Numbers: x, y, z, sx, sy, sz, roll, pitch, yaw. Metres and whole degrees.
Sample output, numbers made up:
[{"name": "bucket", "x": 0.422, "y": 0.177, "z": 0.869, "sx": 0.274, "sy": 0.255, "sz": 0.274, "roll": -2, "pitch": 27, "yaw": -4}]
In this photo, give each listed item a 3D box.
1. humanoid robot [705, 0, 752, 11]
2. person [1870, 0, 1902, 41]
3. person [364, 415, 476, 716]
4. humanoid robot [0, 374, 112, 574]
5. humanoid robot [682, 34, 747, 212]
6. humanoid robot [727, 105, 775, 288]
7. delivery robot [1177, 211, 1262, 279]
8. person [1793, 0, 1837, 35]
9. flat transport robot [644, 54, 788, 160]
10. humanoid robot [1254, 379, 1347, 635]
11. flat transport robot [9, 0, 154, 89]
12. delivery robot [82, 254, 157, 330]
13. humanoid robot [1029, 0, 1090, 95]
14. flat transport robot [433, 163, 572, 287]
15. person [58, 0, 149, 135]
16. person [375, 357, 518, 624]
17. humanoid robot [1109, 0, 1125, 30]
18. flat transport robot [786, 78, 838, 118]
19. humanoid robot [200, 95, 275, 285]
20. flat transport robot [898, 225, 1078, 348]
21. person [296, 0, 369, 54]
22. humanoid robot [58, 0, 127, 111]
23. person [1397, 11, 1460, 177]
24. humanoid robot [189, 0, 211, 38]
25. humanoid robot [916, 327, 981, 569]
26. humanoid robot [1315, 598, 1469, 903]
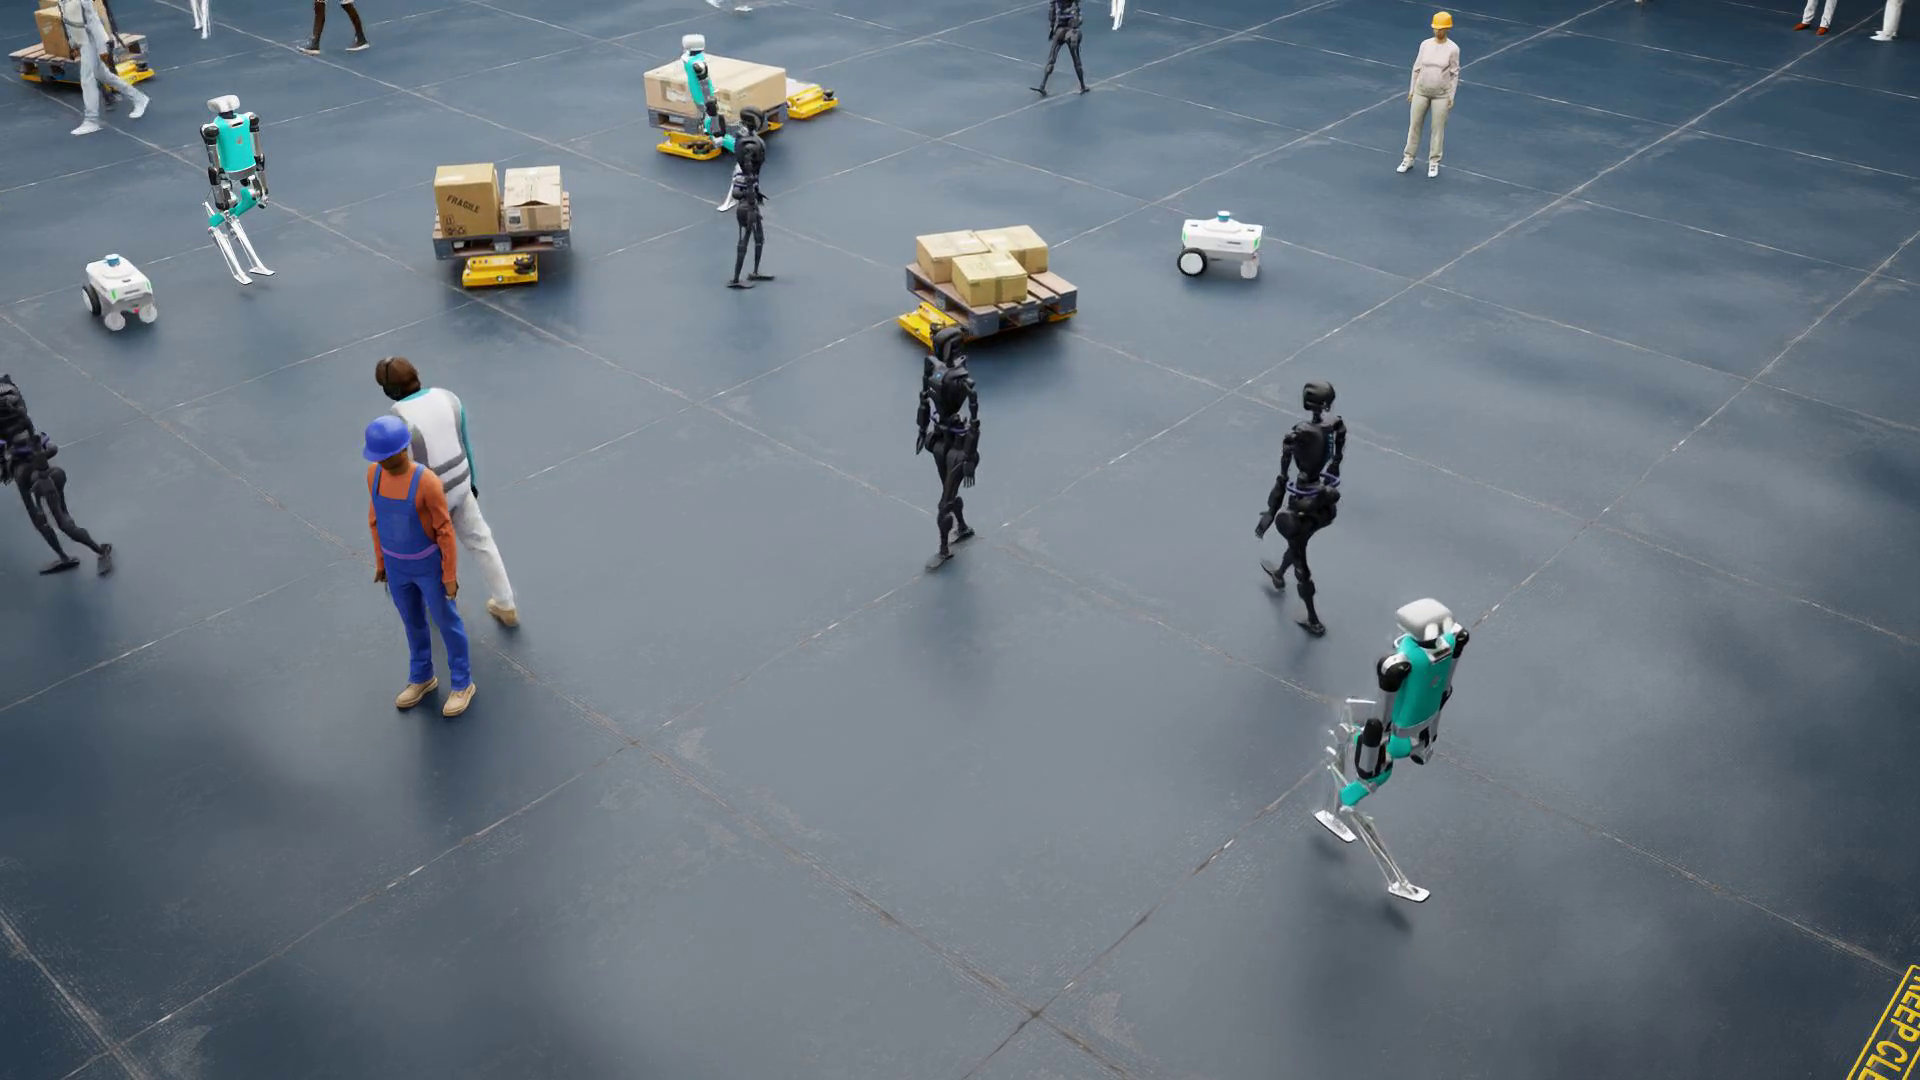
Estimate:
[{"name": "humanoid robot", "x": -3.107, "y": -8.019, "z": 22.671, "sx": 1.004, "sy": 1.738, "sz": 0.553, "roll": 9, "pitch": 33, "yaw": 14}, {"name": "person", "x": 12.272, "y": -7.387, "z": 21.764, "sx": 0.320, "sy": 1.626, "sz": 0.527, "roll": 20, "pitch": 37, "yaw": 29}, {"name": "person", "x": -3.066, "y": 0.140, "z": 9.380, "sx": 0.517, "sy": 1.903, "sz": 0.368, "roll": 10, "pitch": 33, "yaw": 15}, {"name": "humanoid robot", "x": -5.912, "y": -0.514, "z": 10.647, "sx": 0.587, "sy": 1.639, "sz": 0.467, "roll": 16, "pitch": 35, "yaw": 24}, {"name": "humanoid robot", "x": -2.247, "y": -4.117, "z": 16.388, "sx": 0.883, "sy": 1.764, "sz": 0.596, "roll": -12, "pitch": 34, "yaw": -18}, {"name": "humanoid robot", "x": -1.900, "y": -3.042, "z": 14.734, "sx": 0.441, "sy": 1.637, "sz": 0.590, "roll": -2, "pitch": 32, "yaw": -3}, {"name": "delivery robot", "x": 2.368, "y": -2.715, "z": 15.268, "sx": 0.786, "sy": 0.608, "sz": 0.499, "roll": 7, "pitch": 33, "yaw": 11}, {"name": "person", "x": 11.501, "y": -7.625, "z": 21.952, "sx": 0.367, "sy": 1.834, "sz": 0.501, "roll": -23, "pitch": 39, "yaw": -32}, {"name": "flat transport robot", "x": -2.654, "y": -4.538, "z": 18.461, "sx": 0.659, "sy": 0.231, "sz": 1.431, "roll": 18, "pitch": 36, "yaw": 26}, {"name": "humanoid robot", "x": 2.061, "y": -0.251, "z": 10.251, "sx": 0.600, "sy": 1.632, "sz": 0.748, "roll": -21, "pitch": 38, "yaw": -30}, {"name": "flat transport robot", "x": -10.742, "y": -5.778, "z": 20.458, "sx": 1.431, "sy": 0.231, "sz": 0.659, "roll": 10, "pitch": 33, "yaw": 15}, {"name": "delivery robot", "x": -7.271, "y": -2.186, "z": 14.399, "sx": 0.499, "sy": 0.590, "sz": 0.761, "roll": -25, "pitch": 39, "yaw": -34}, {"name": "humanoid robot", "x": 1.215, "y": -6.031, "z": 19.562, "sx": 0.760, "sy": 1.630, "sz": 0.589, "roll": -18, "pitch": 36, "yaw": -27}, {"name": "flat transport robot", "x": -4.243, "y": -2.750, "z": 15.582, "sx": 0.659, "sy": 0.231, "sz": 1.431, "roll": -6, "pitch": 32, "yaw": -10}, {"name": "person", "x": -9.718, "y": -5.564, "z": 18.593, "sx": 0.615, "sy": 1.872, "sz": 0.949, "roll": 24, "pitch": 39, "yaw": 33}, {"name": "person", "x": -3.268, "y": -0.292, "z": 10.215, "sx": 1.019, "sy": 1.755, "sz": 0.635, "roll": 18, "pitch": 36, "yaw": 27}, {"name": "humanoid robot", "x": 2.139, "y": -7.833, "z": 22.402, "sx": 0.536, "sy": 1.794, "sz": 0.835, "roll": 14, "pitch": 34, "yaw": 21}, {"name": "flat transport robot", "x": -2.204, "y": -5.256, "z": 19.618, "sx": 1.431, "sy": 0.231, "sz": 0.659, "roll": 20, "pitch": 37, "yaw": 29}, {"name": "humanoid robot", "x": -6.452, "y": -3.115, "z": 14.651, "sx": 0.735, "sy": 1.677, "sz": 0.533, "roll": 19, "pitch": 37, "yaw": 28}, {"name": "flat transport robot", "x": 0.243, "y": -1.975, "z": 14.334, "sx": 1.431, "sy": 0.231, "sz": 0.659, "roll": -18, "pitch": 36, "yaw": -27}, {"name": "person", "x": -8.076, "y": -7.108, "z": 21.026, "sx": 0.621, "sy": 1.919, "sz": 0.973, "roll": 23, "pitch": 38, "yaw": 32}, {"name": "humanoid robot", "x": -10.026, "y": -5.815, "z": 19.221, "sx": 0.611, "sy": 1.642, "sz": 0.559, "roll": -19, "pitch": 37, "yaw": -28}, {"name": "person", "x": 4.898, "y": -4.620, "z": 17.238, "sx": 0.469, "sy": 1.696, "sz": 0.329, "roll": 17, "pitch": 35, "yaw": 25}, {"name": "humanoid robot", "x": -10.214, "y": -7.547, "z": 21.935, "sx": 0.532, "sy": 1.777, "sz": 0.804, "roll": -1, "pitch": 32, "yaw": -2}, {"name": "humanoid robot", "x": -0.096, "y": -0.634, "z": 10.848, "sx": 0.571, "sy": 1.638, "sz": 0.587, "roll": -25, "pitch": 40, "yaw": -34}, {"name": "humanoid robot", "x": 2.042, "y": 0.958, "z": 8.247, "sx": 0.550, "sy": 1.739, "sz": 1.042, "roll": -21, "pitch": 37, "yaw": -30}]
